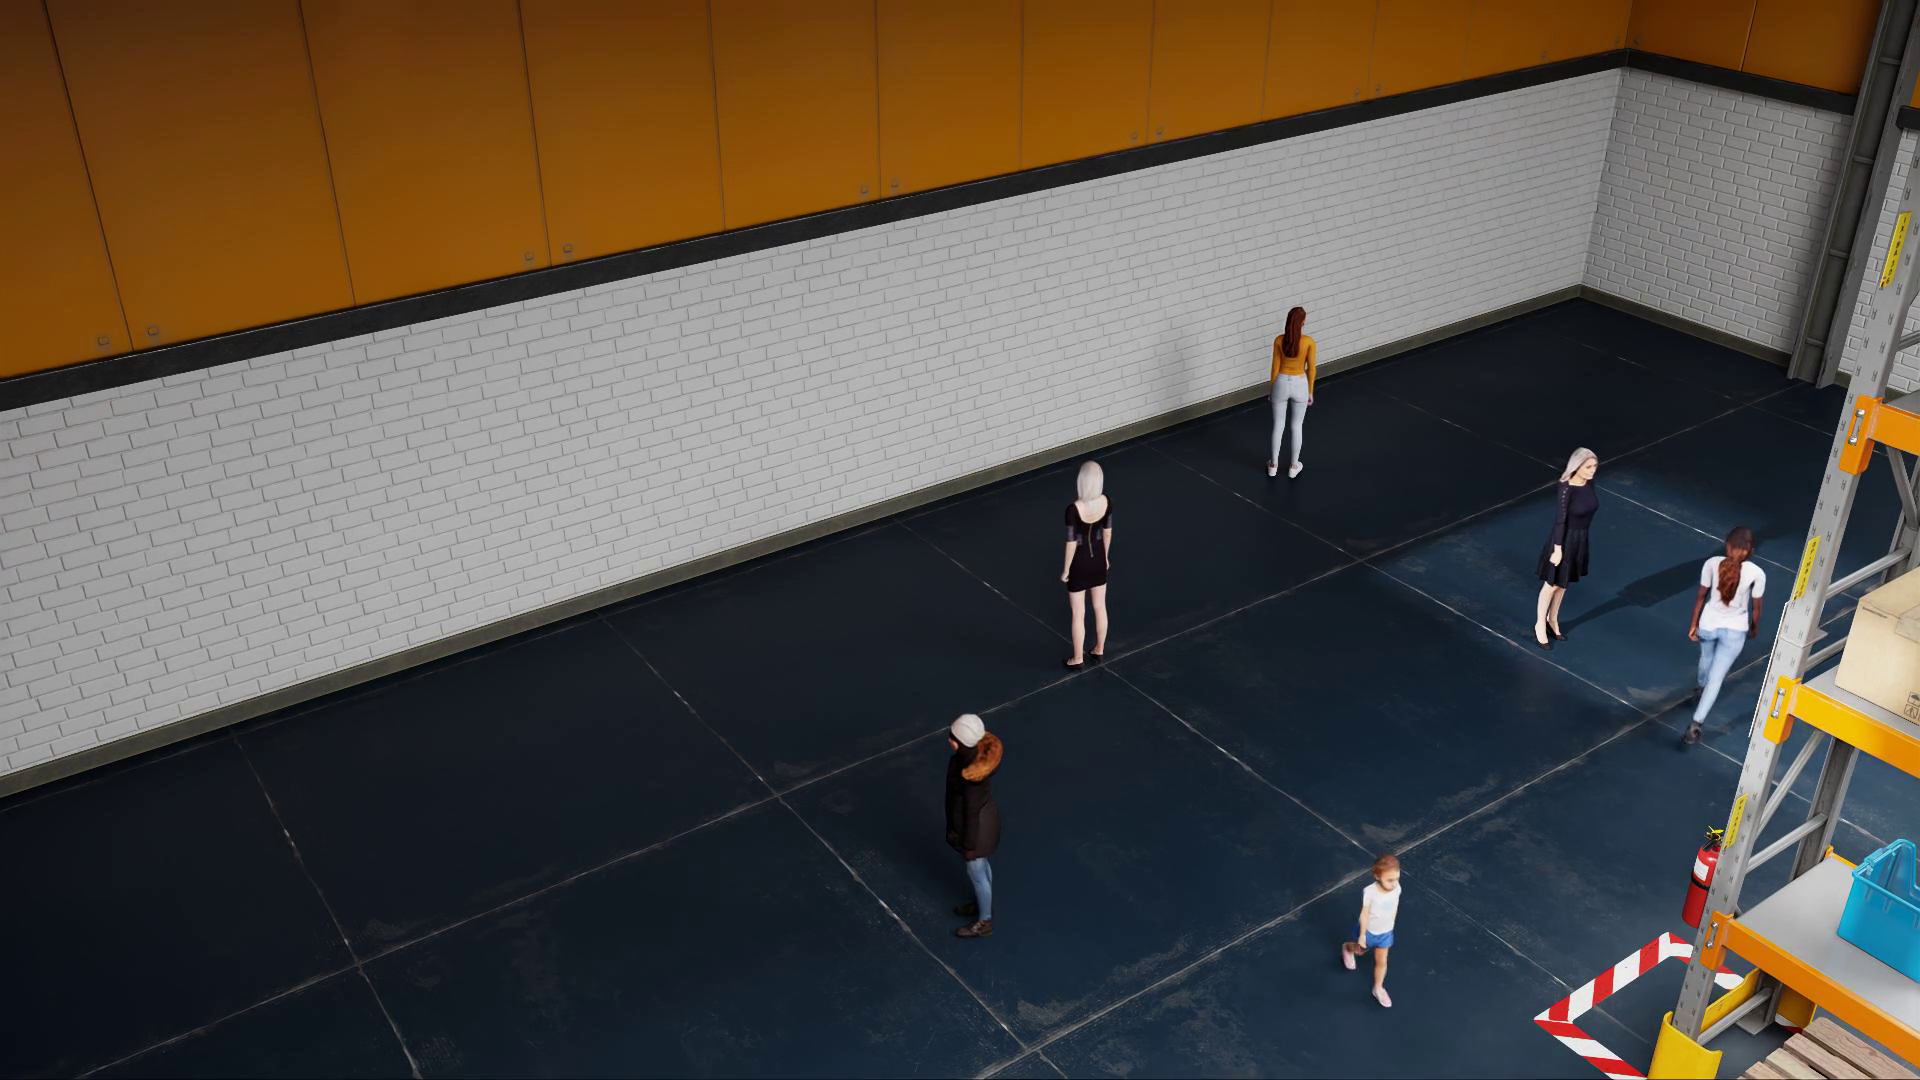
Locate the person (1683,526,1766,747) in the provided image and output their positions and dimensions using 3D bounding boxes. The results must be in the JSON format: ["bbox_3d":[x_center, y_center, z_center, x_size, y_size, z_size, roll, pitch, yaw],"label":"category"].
[{"bbox_3d":[5.571,0.724,12.199,1.139,1.677,0.873,21,35,33],"label":"person"}]

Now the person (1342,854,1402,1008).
[{"bbox_3d":[2.481,2.290,10.026,0.577,1.007,0.756,-6,29,-11],"label":"person"}]

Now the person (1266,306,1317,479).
[{"bbox_3d":[3.194,-1.436,16.081,0.682,1.751,0.751,7,29,12],"label":"person"}]

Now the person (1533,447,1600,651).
[{"bbox_3d":[4.880,0.056,13.351,0.607,1.746,0.566,-21,35,-33],"label":"person"}]

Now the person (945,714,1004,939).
[{"bbox_3d":[0.099,1.763,10.342,0.777,1.631,0.695,1,29,1],"label":"person"}]

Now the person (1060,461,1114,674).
[{"bbox_3d":[0.994,0.205,12.992,0.604,1.829,0.536,-14,31,-23],"label":"person"}]
